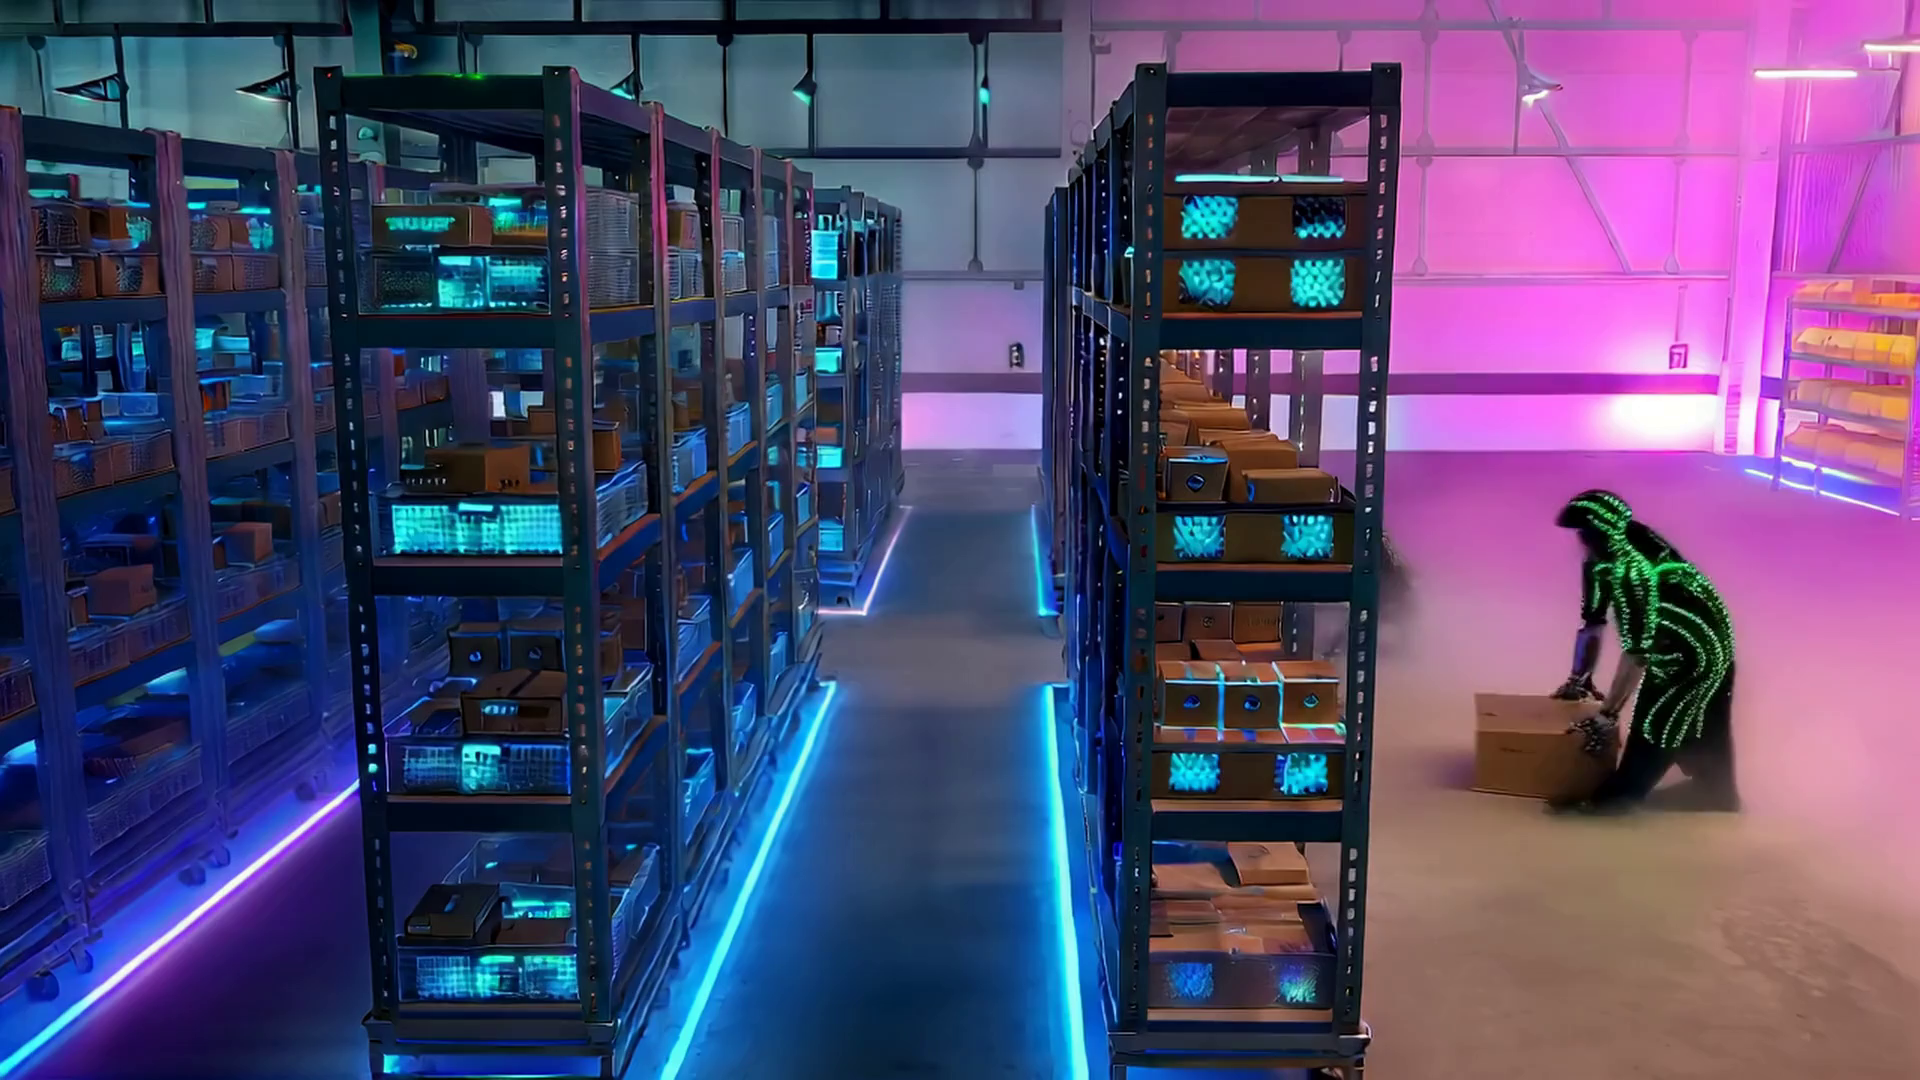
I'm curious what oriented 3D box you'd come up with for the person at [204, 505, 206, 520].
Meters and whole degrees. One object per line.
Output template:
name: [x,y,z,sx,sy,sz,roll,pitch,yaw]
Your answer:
person: [-7.703,-0.748,16.491,0.468,1.968,0.657,-3,10,-16]
